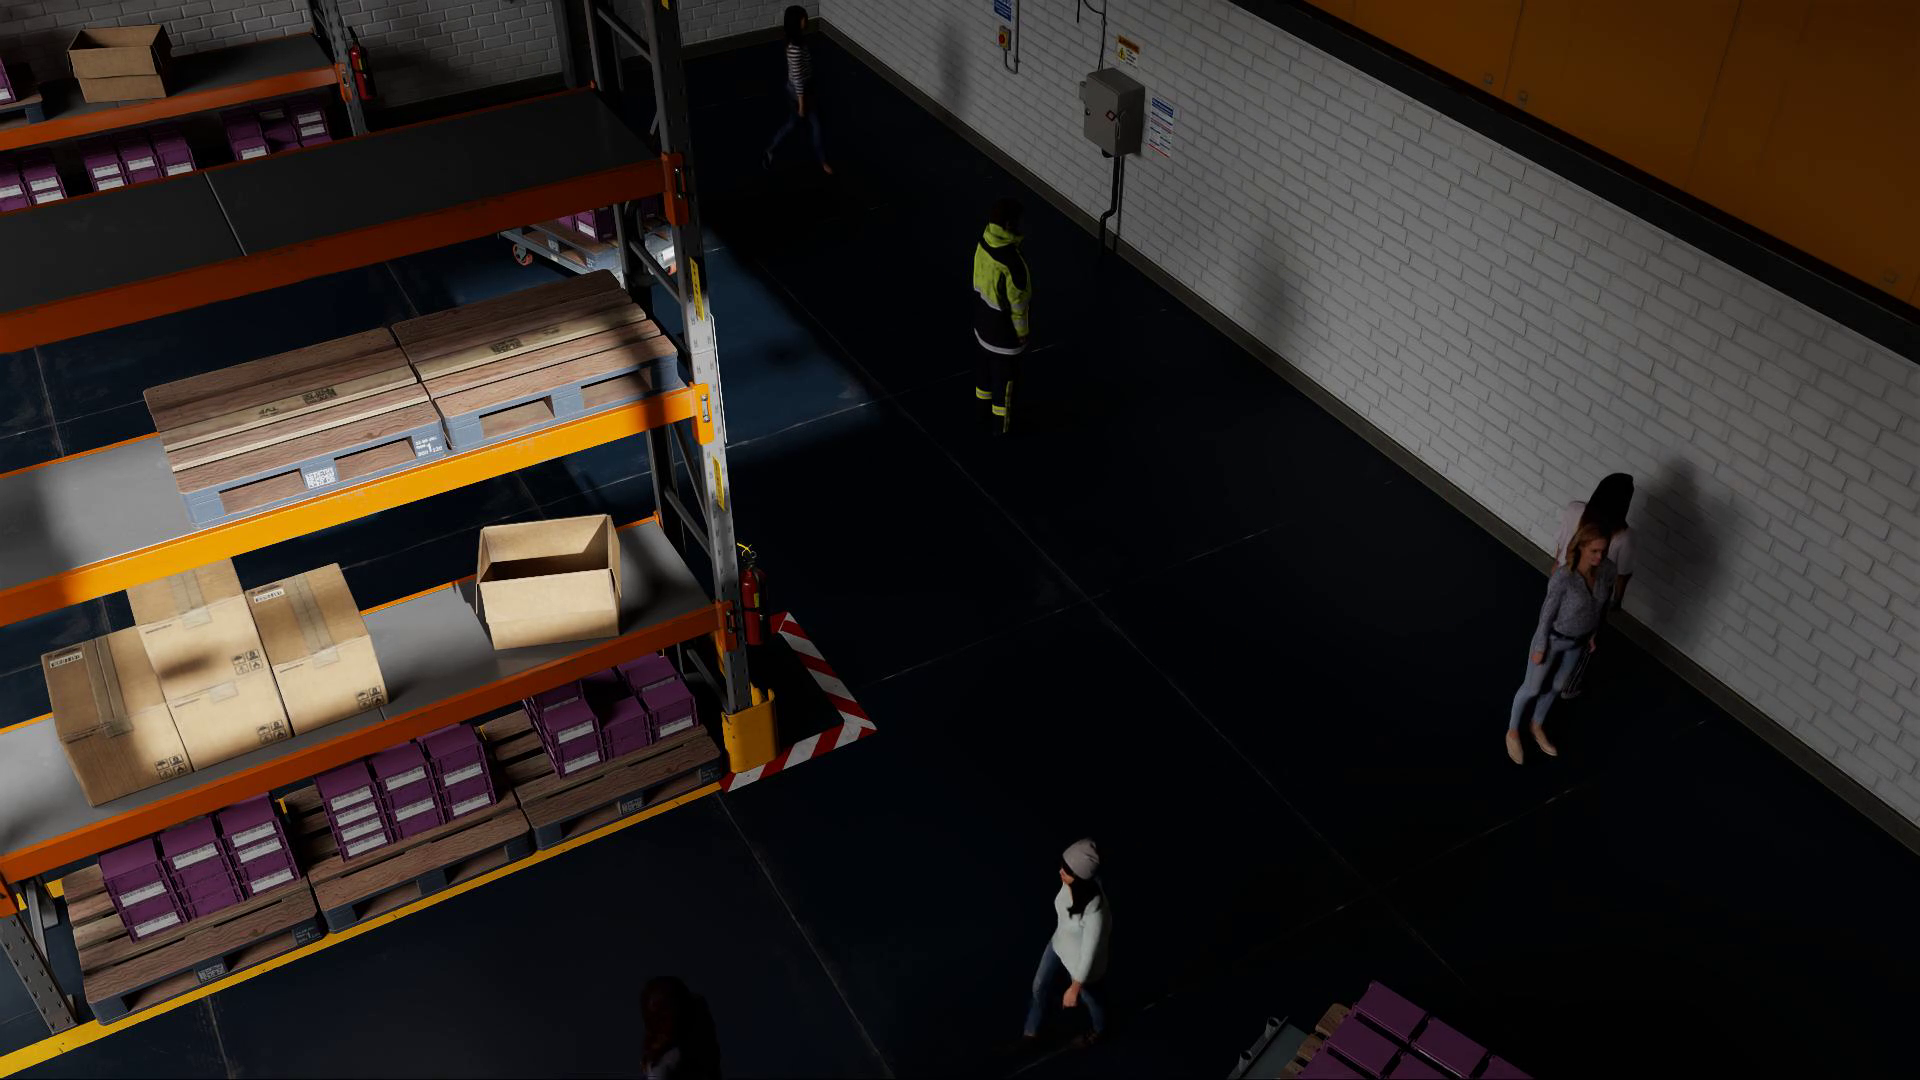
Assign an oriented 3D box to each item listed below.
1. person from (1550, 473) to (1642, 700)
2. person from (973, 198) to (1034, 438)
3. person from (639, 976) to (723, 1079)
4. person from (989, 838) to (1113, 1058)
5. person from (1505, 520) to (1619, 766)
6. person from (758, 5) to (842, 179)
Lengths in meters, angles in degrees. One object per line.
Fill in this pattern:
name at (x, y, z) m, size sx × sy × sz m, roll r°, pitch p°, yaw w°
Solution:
person at (3.941, 0.273, 10.496) m, size 0.687 × 1.679 × 0.729 m, roll -28°, pitch 46°, yaw -30°
person at (0.313, -1.713, 12.742) m, size 0.617 × 1.980 × 0.756 m, roll -19°, pitch 42°, yaw -22°
person at (-1.159, 2.573, 7.552) m, size 0.852 × 1.759 × 0.790 m, roll 13°, pitch 41°, yaw 16°
person at (0.671, 2.052, 8.310) m, size 0.939 × 1.627 × 0.708 m, roll -12°, pitch 40°, yaw -14°
person at (3.615, 0.603, 9.990) m, size 0.513 × 1.795 × 0.692 m, roll -10°, pitch 40°, yaw -13°
person at (-1.622, -4.312, 16.172) m, size 1.115 × 1.760 × 0.809 m, roll -8°, pitch 39°, yaw -10°
